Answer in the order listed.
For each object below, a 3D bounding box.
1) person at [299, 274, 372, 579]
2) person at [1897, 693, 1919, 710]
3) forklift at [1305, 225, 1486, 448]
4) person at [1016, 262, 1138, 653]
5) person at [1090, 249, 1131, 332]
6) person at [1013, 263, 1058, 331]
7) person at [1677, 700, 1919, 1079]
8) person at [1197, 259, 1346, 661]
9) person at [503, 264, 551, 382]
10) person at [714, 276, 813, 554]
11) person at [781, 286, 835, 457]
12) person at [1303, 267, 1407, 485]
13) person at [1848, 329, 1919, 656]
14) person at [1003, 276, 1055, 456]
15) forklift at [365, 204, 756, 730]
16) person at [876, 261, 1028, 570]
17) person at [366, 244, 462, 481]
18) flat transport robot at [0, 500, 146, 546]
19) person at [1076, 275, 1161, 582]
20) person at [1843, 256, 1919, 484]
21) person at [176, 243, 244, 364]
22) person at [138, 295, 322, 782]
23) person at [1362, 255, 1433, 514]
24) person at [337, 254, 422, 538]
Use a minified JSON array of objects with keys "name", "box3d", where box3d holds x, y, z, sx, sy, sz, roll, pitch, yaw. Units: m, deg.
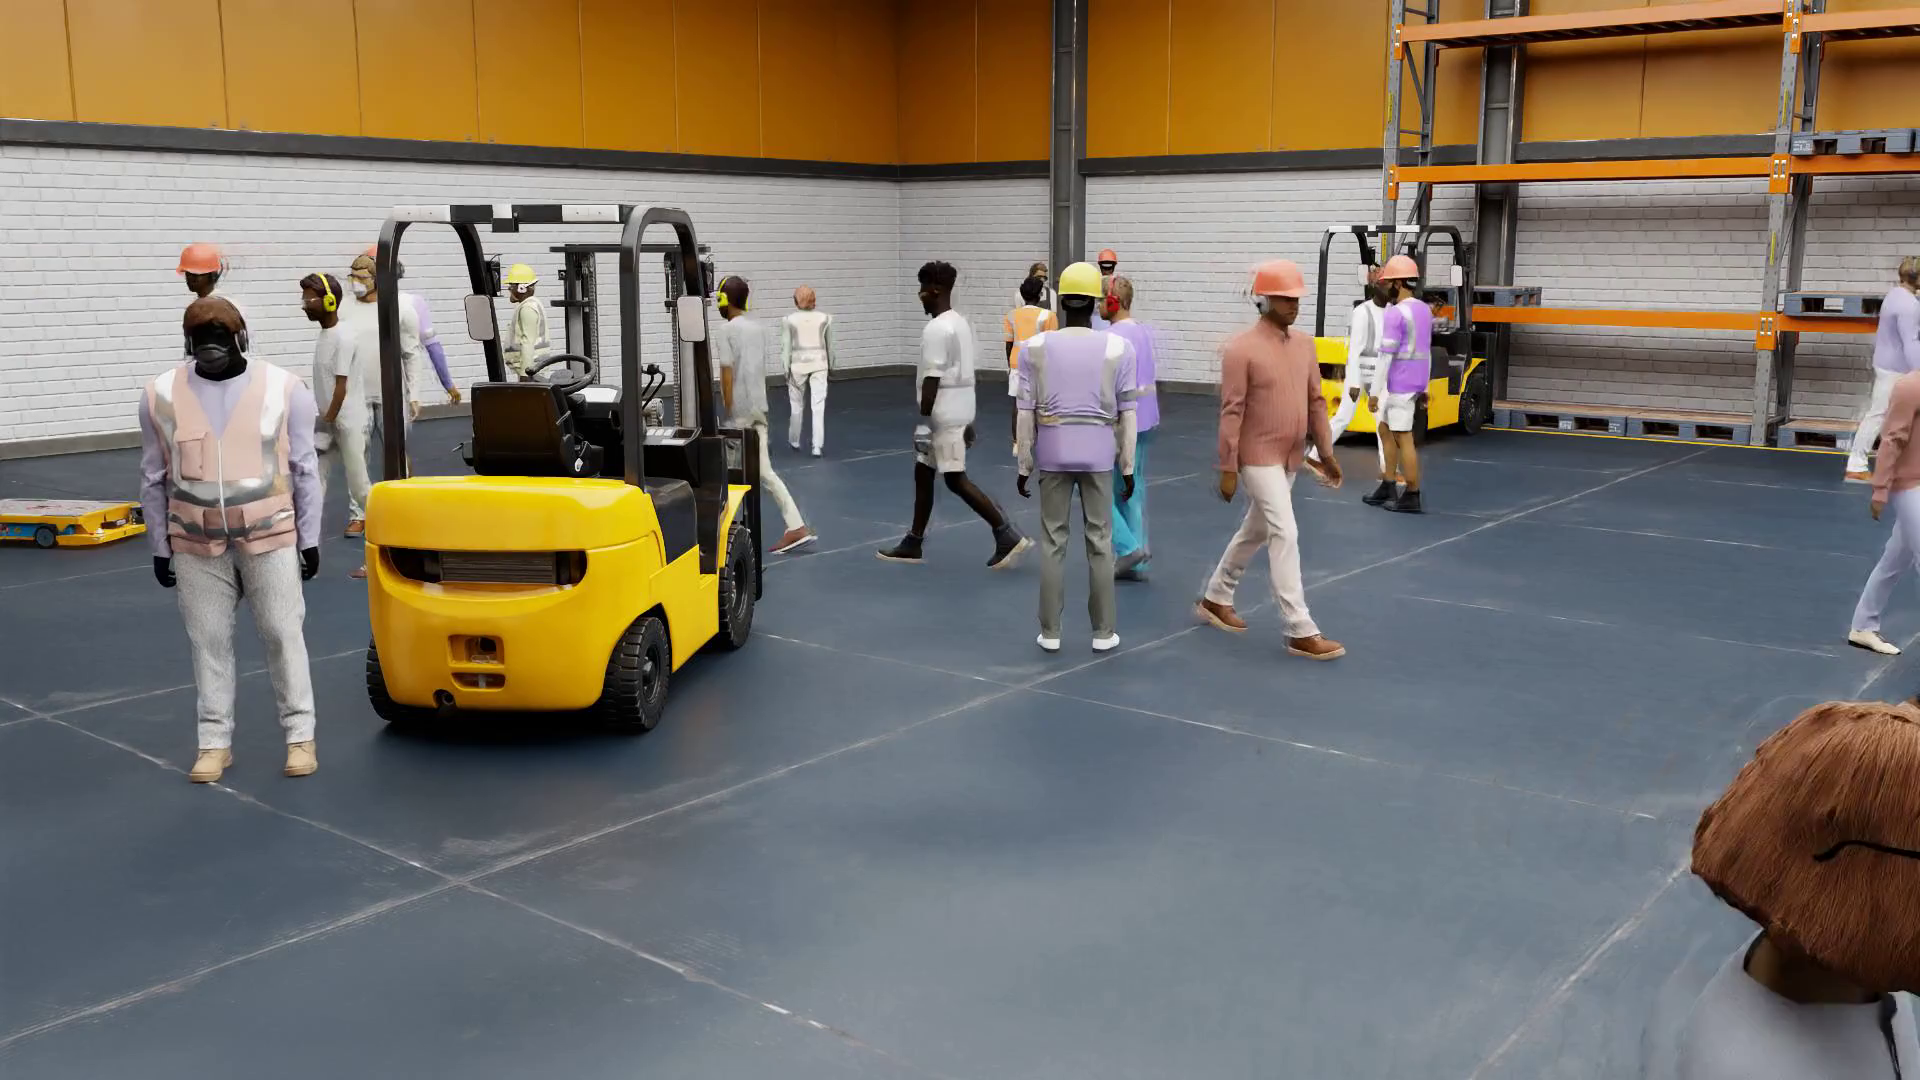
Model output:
[{"name":"person","box3d":[-3.770,-0.642,9.834,0.845,1.831,0.502,-9,13,-40]},{"name":"person","box3d":[3.908,-0.044,6.130,0.480,1.967,0.655,10,14,43]},{"name":"forklift","box3d":[4.449,-2.115,16.993,1.214,2.155,2.313,8,13,38]},{"name":"person","box3d":[0.574,-0.397,8.213,0.595,1.925,0.375,1,10,5]},{"name":"person","box3d":[1.724,-2.432,19.483,0.542,1.930,0.366,1,10,5]},{"name":"person","box3d":[0.851,-2.269,19.011,0.495,1.796,0.951,-3,11,-16]},{"name":"person","box3d":[0.787,0.930,1.742,0.584,1.616,0.499,8,13,39]},{"name":"person","box3d":[1.551,-0.426,8.346,0.618,1.953,1.014,-9,14,-42]},{"name":"person","box3d":[-3.843,-1.529,14.786,0.403,1.827,0.596,-2,10,-10]},{"name":"person","box3d":[-1.385,-0.817,10.910,0.930,1.809,0.560,7,13,35]},{"name":"person","box3d":[-1.445,-1.602,15.805,0.524,1.594,0.845,-2,10,-11]},{"name":"person","box3d":[3.381,-1.396,14.068,0.617,1.828,0.989,-9,13,-40]},{"name":"person","box3d":[4.660,-0.240,7.890,0.549,1.714,0.891,-5,11,-26]},{"name":"person","box3d":[0.664,-1.618,15.617,0.535,1.697,0.322,5,12,28]},{"name":"forklift","box3d":[-1.766,-0.406,7.525,1.214,2.155,2.313,1,10,7]},{"name":"person","box3d":[-0.030,-0.768,10.330,0.972,1.920,0.640,3,11,14]},{"name":"person","box3d":[-4.020,-1.139,12.110,0.722,1.991,0.970,3,11,15]},{"name":"flat transport robot","box3d":[-6.311,-0.129,11.320,1.431,0.197,0.652,1,10,8]},{"name":"person","box3d":[0.942,-0.645,9.852,0.460,1.825,0.608,5,11,25]},{"name":"person","box3d":[7.908,-1.386,13.783,0.984,1.891,0.653,4,11,22]},{"name":"person","box3d":[-5.445,-1.104,11.911,0.922,1.997,0.712,-6,12,-31]},{"name":"person","box3d":[-2.729,0.004,6.264,0.631,1.836,0.430,-3,11,-14]},{"name":"person","box3d":[3.220,-1.161,12.465,0.681,1.914,0.581,8,13,39]},{"name":"person","box3d":[-4.017,-0.982,11.433,0.628,1.936,0.375,-2,10,-11]}]
